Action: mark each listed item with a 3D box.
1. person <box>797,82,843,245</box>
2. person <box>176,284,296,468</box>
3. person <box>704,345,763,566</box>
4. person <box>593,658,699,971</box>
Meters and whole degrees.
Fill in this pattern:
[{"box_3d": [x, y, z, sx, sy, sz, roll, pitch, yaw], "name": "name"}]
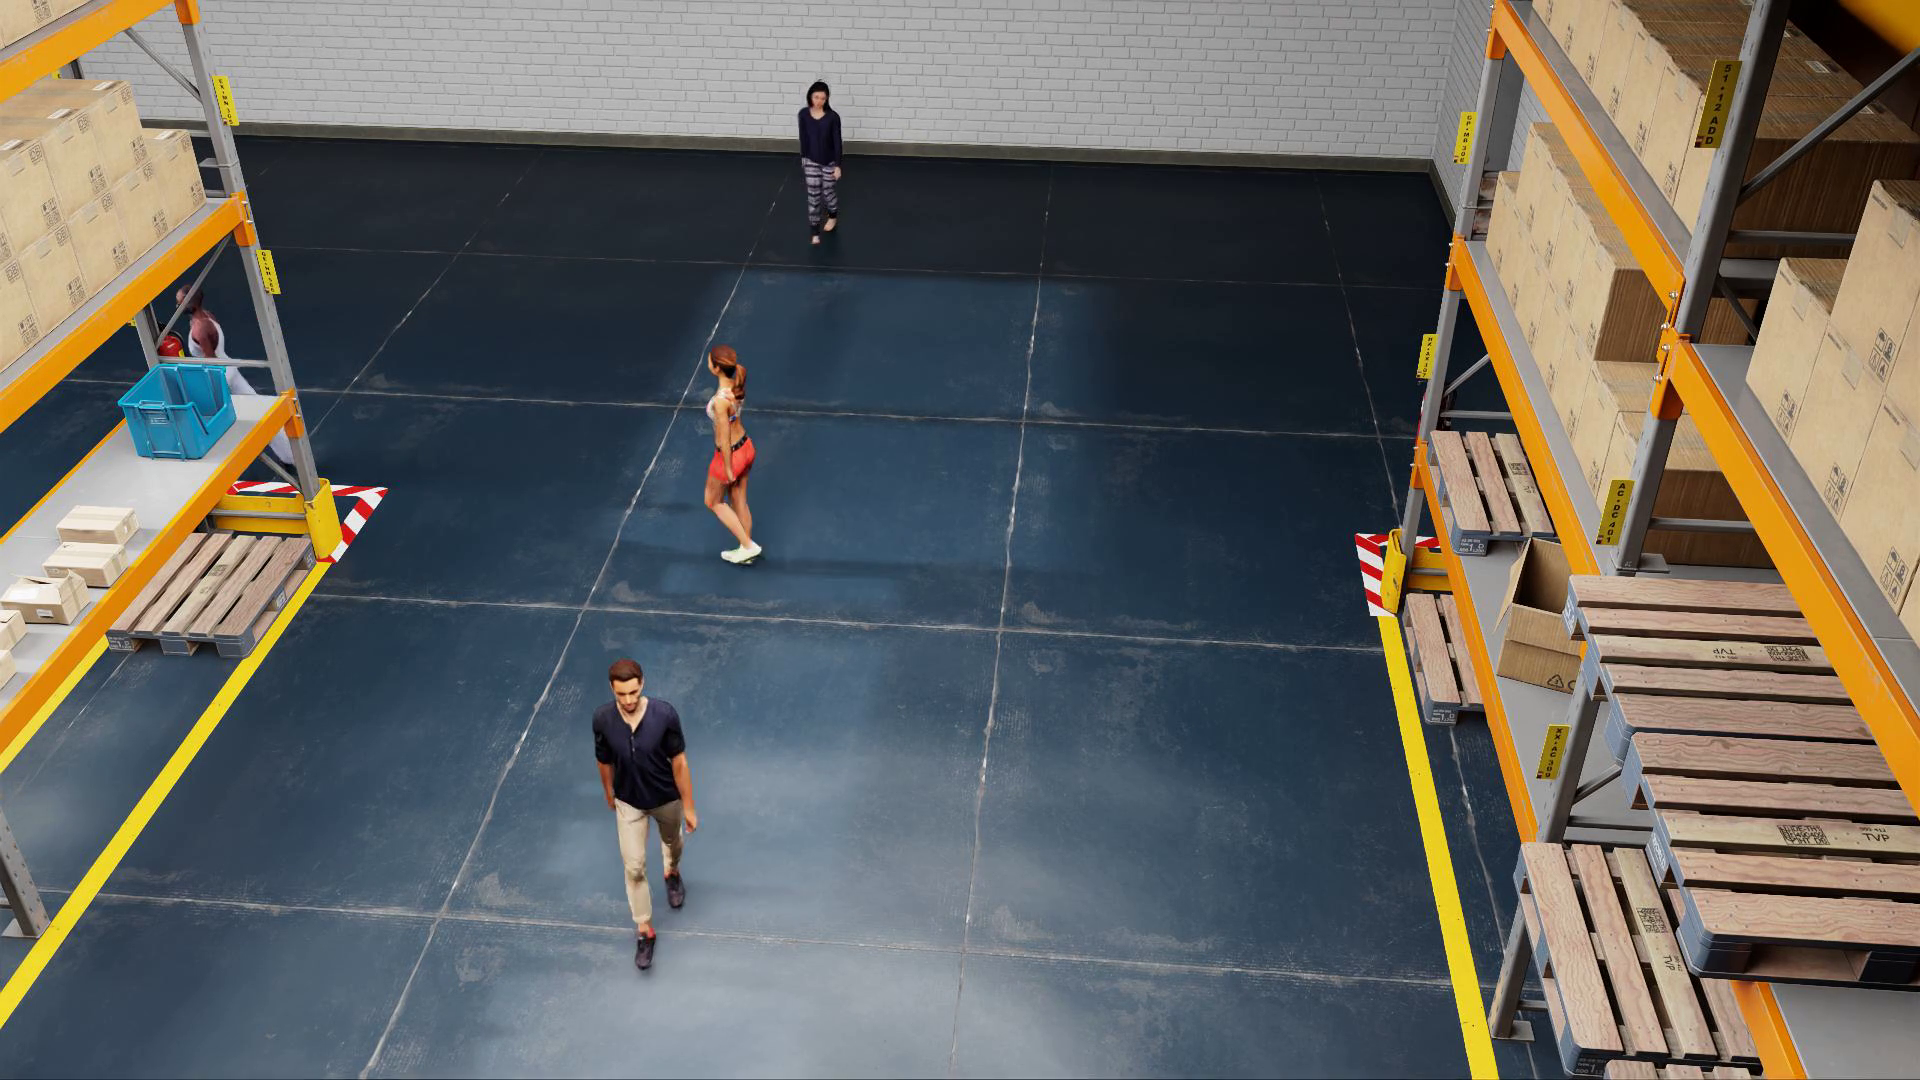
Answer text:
[{"box_3d": [-1.407, -3.923, 17.082, 0.667, 1.687, 1.025, 8, 34, 12], "name": "person"}, {"box_3d": [-5.647, -1.195, 12.956, 0.937, 1.713, 1.216, -7, 34, -10], "name": "person"}, {"box_3d": [-1.565, -0.573, 11.959, 0.728, 1.780, 0.661, 12, 35, 17], "name": "person"}, {"box_3d": [-1.690, 1.333, 9.054, 0.811, 1.822, 1.065, -6, 34, -8], "name": "person"}]
